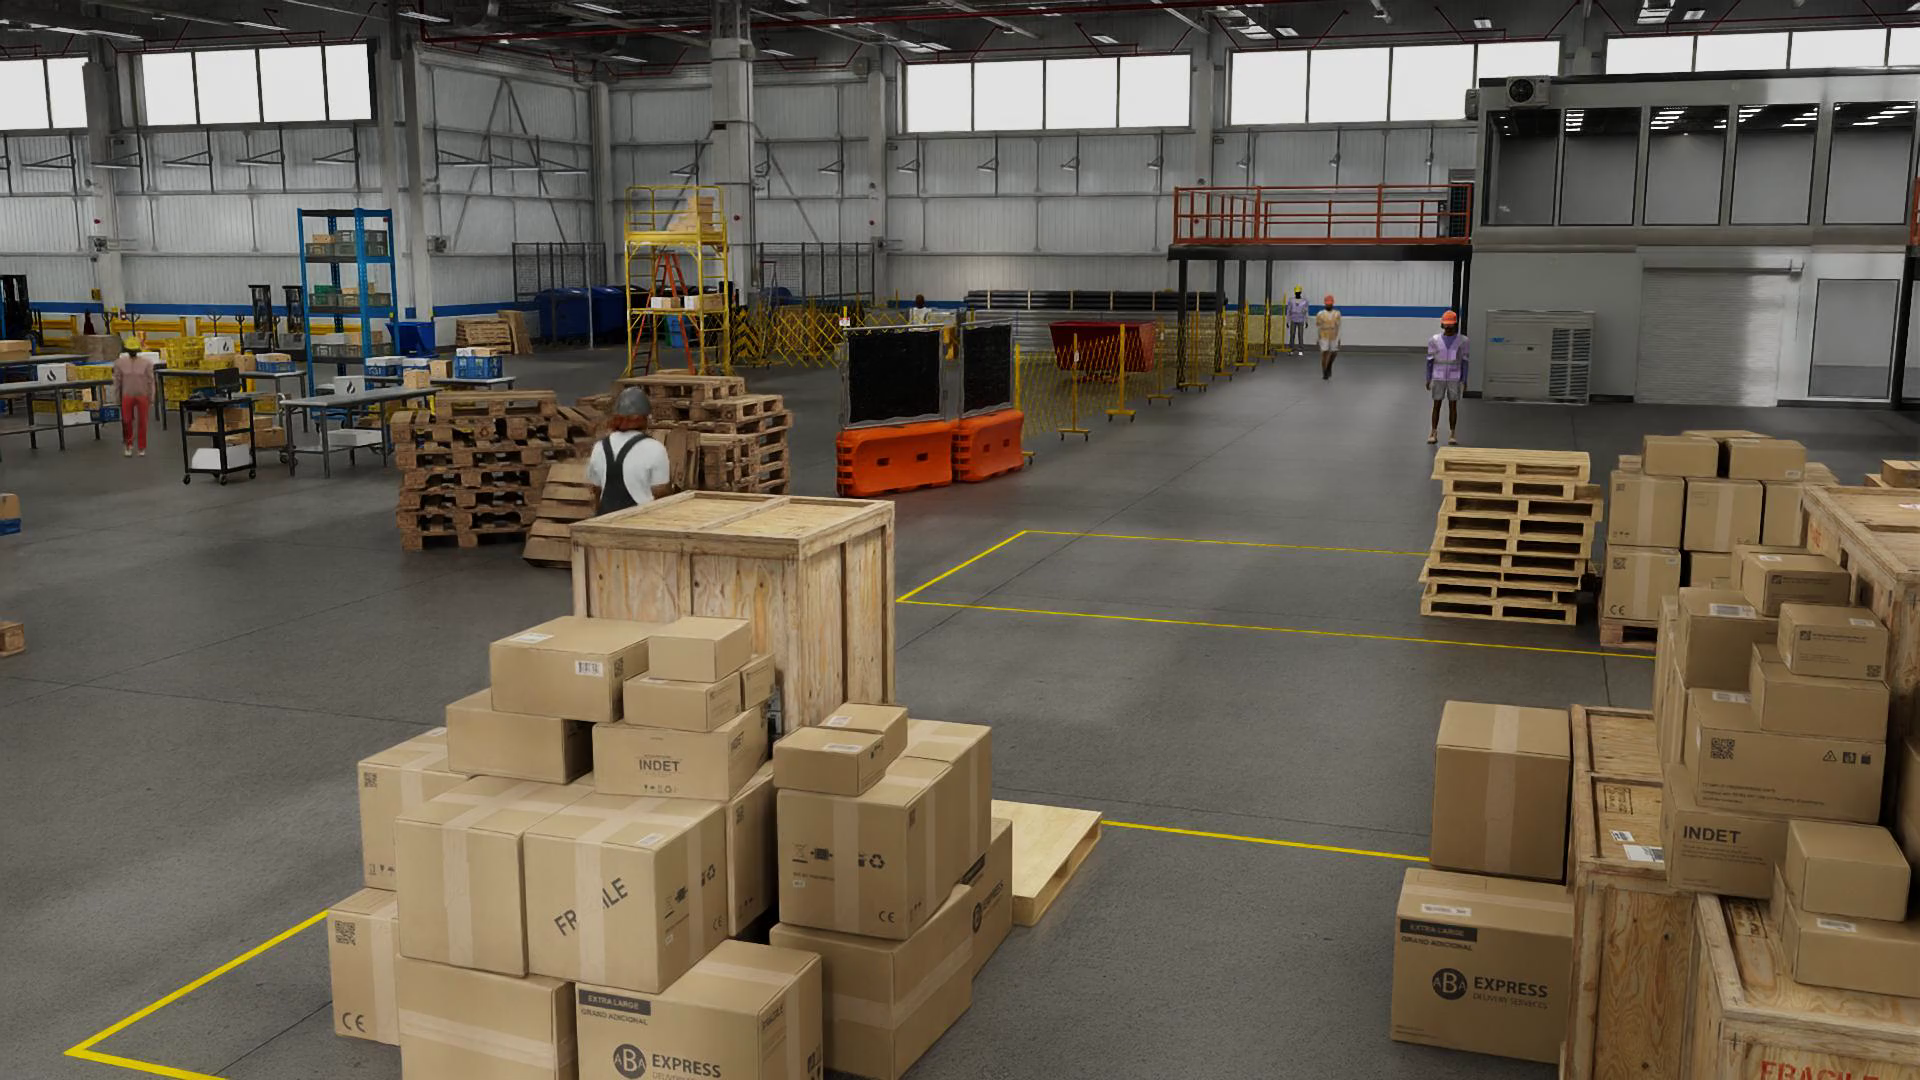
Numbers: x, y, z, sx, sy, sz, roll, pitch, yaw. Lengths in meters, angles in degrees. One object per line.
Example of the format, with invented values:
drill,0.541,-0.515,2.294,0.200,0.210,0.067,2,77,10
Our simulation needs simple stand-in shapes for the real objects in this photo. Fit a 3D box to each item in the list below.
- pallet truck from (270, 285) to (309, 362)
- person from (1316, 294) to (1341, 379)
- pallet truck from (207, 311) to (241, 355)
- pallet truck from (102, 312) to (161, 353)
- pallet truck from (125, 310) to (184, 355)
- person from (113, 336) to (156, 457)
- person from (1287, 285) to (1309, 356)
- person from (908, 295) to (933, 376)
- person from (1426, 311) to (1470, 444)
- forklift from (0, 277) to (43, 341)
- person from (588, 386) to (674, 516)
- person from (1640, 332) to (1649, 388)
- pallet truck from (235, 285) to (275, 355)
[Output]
pallet truck,-17.147,-5.700,43.663,0.823,1.965,1.885,3,11,17
person,8.335,-4.591,37.633,0.562,1.918,0.426,0,10,-1
pallet truck,-19.537,-5.575,44.913,0.653,1.274,1.630,3,11,19
pallet truck,-23.057,-5.777,46.261,0.680,1.201,1.601,3,11,19
pallet truck,-22.038,-5.665,45.457,0.704,1.261,1.522,3,11,17
person,-11.789,-2.050,23.799,0.538,1.739,0.587,-5,11,-26
person,9.260,-6.019,45.657,0.594,1.925,0.376,3,11,19
person,-0.928,-4.753,38.645,0.585,1.883,0.340,3,11,19
person,7.417,-2.468,25.337,0.615,2.039,0.390,3,11,19
forklift,-27.151,-6.329,46.328,1.157,1.987,2.680,3,11,17
person,-2.358,-0.104,12.023,0.694,2.000,0.676,6,12,31
person,13.386,-3.659,32.644,0.343,1.833,0.660,-2,10,-12
pallet truck,-18.327,-5.835,44.421,0.823,1.965,1.885,4,11,23
